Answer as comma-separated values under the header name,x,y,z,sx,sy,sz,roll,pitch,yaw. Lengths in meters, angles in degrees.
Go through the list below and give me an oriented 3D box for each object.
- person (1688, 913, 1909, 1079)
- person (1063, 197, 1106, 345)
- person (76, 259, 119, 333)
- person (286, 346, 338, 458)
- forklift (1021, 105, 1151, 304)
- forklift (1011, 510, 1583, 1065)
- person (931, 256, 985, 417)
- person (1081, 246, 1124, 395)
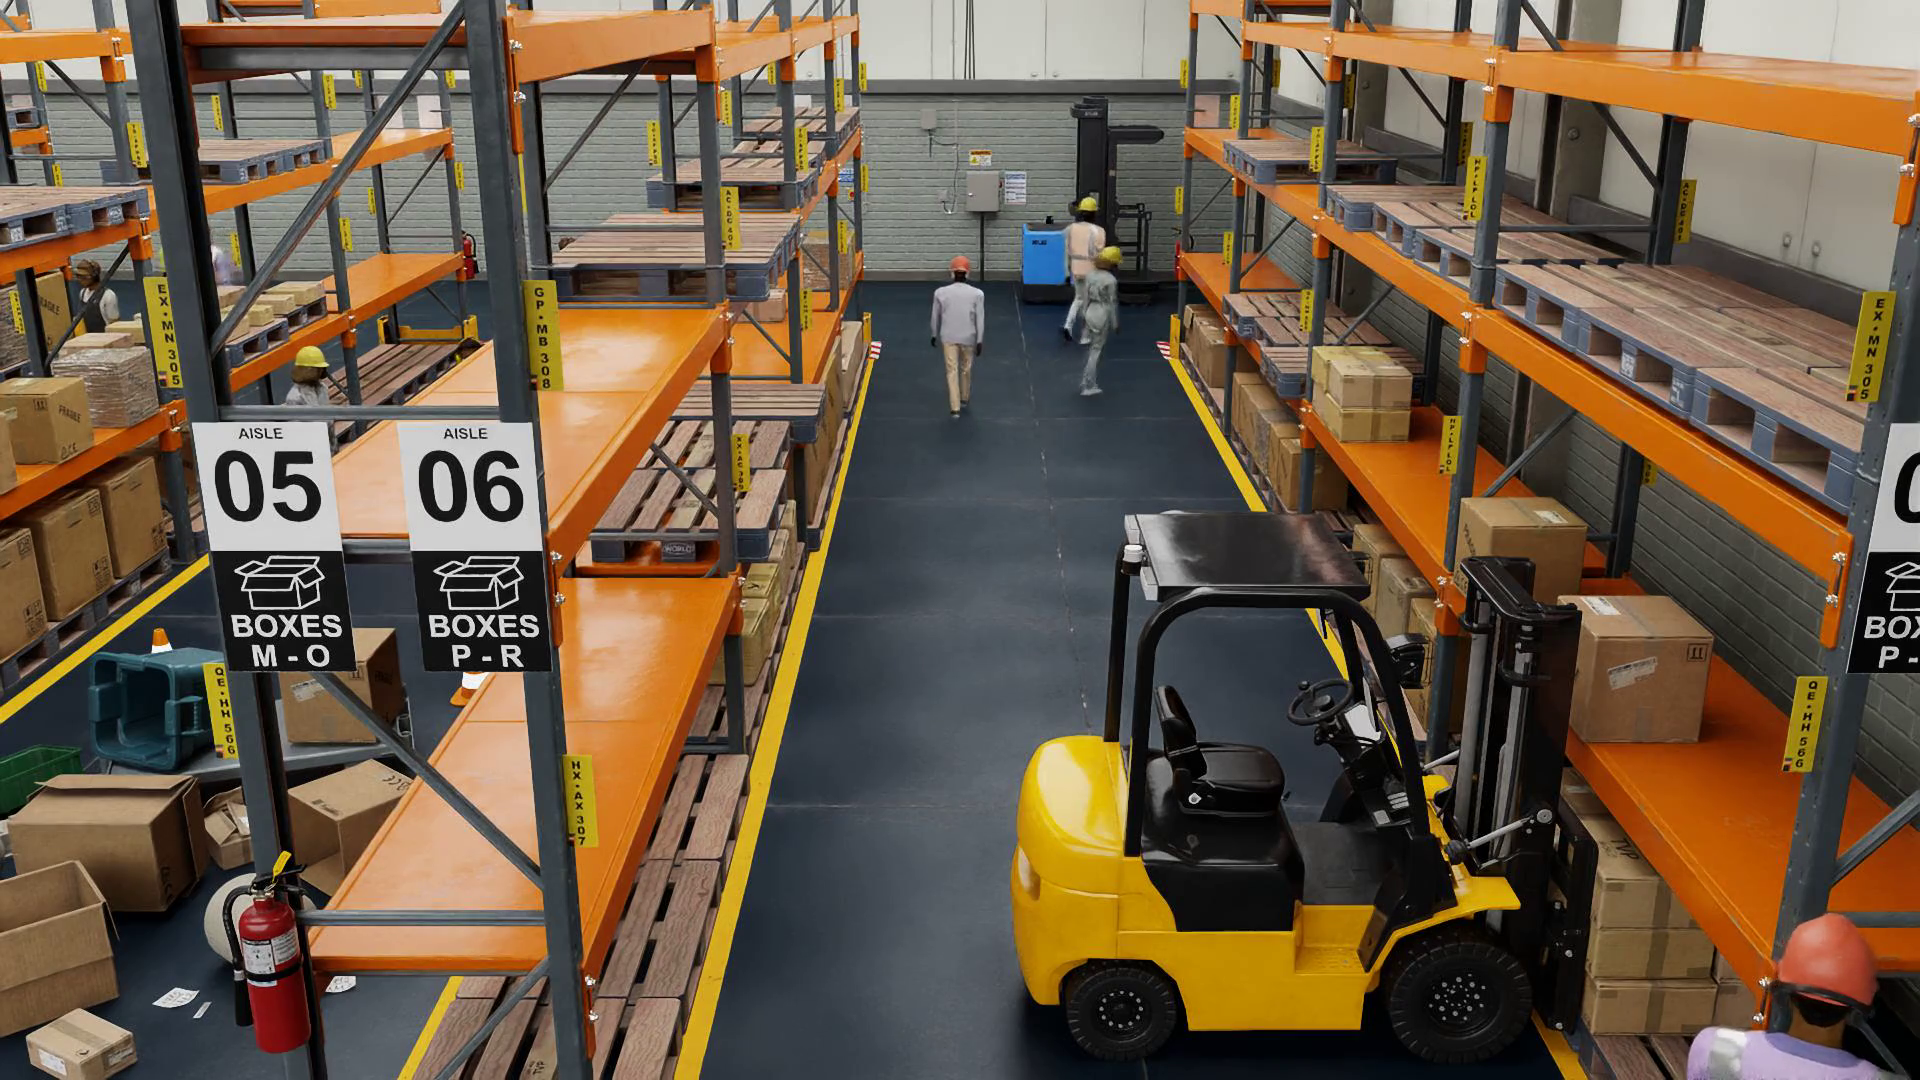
name,x,y,z,sx,sy,sz,roll,pitch,yaw
person,2.352,1.999,4.772,0.609,2.037,0.395,12,22,31
person,1.615,-3.460,21.483,0.589,1.912,0.466,13,22,34
person,-8.785,-1.975,17.104,0.514,1.839,0.344,10,21,28
person,-5.176,-0.707,13.431,0.322,1.736,0.486,5,19,15
forklift,1.857,-4.944,24.441,1.873,2.768,1.129,0,18,0
forklift,1.387,1.055,7.378,2.313,2.155,1.214,0,18,0
person,-0.024,-2.214,18.029,0.570,1.707,0.890,-1,18,-4
person,1.601,-2.475,18.822,0.464,1.700,0.520,-10,21,-29
